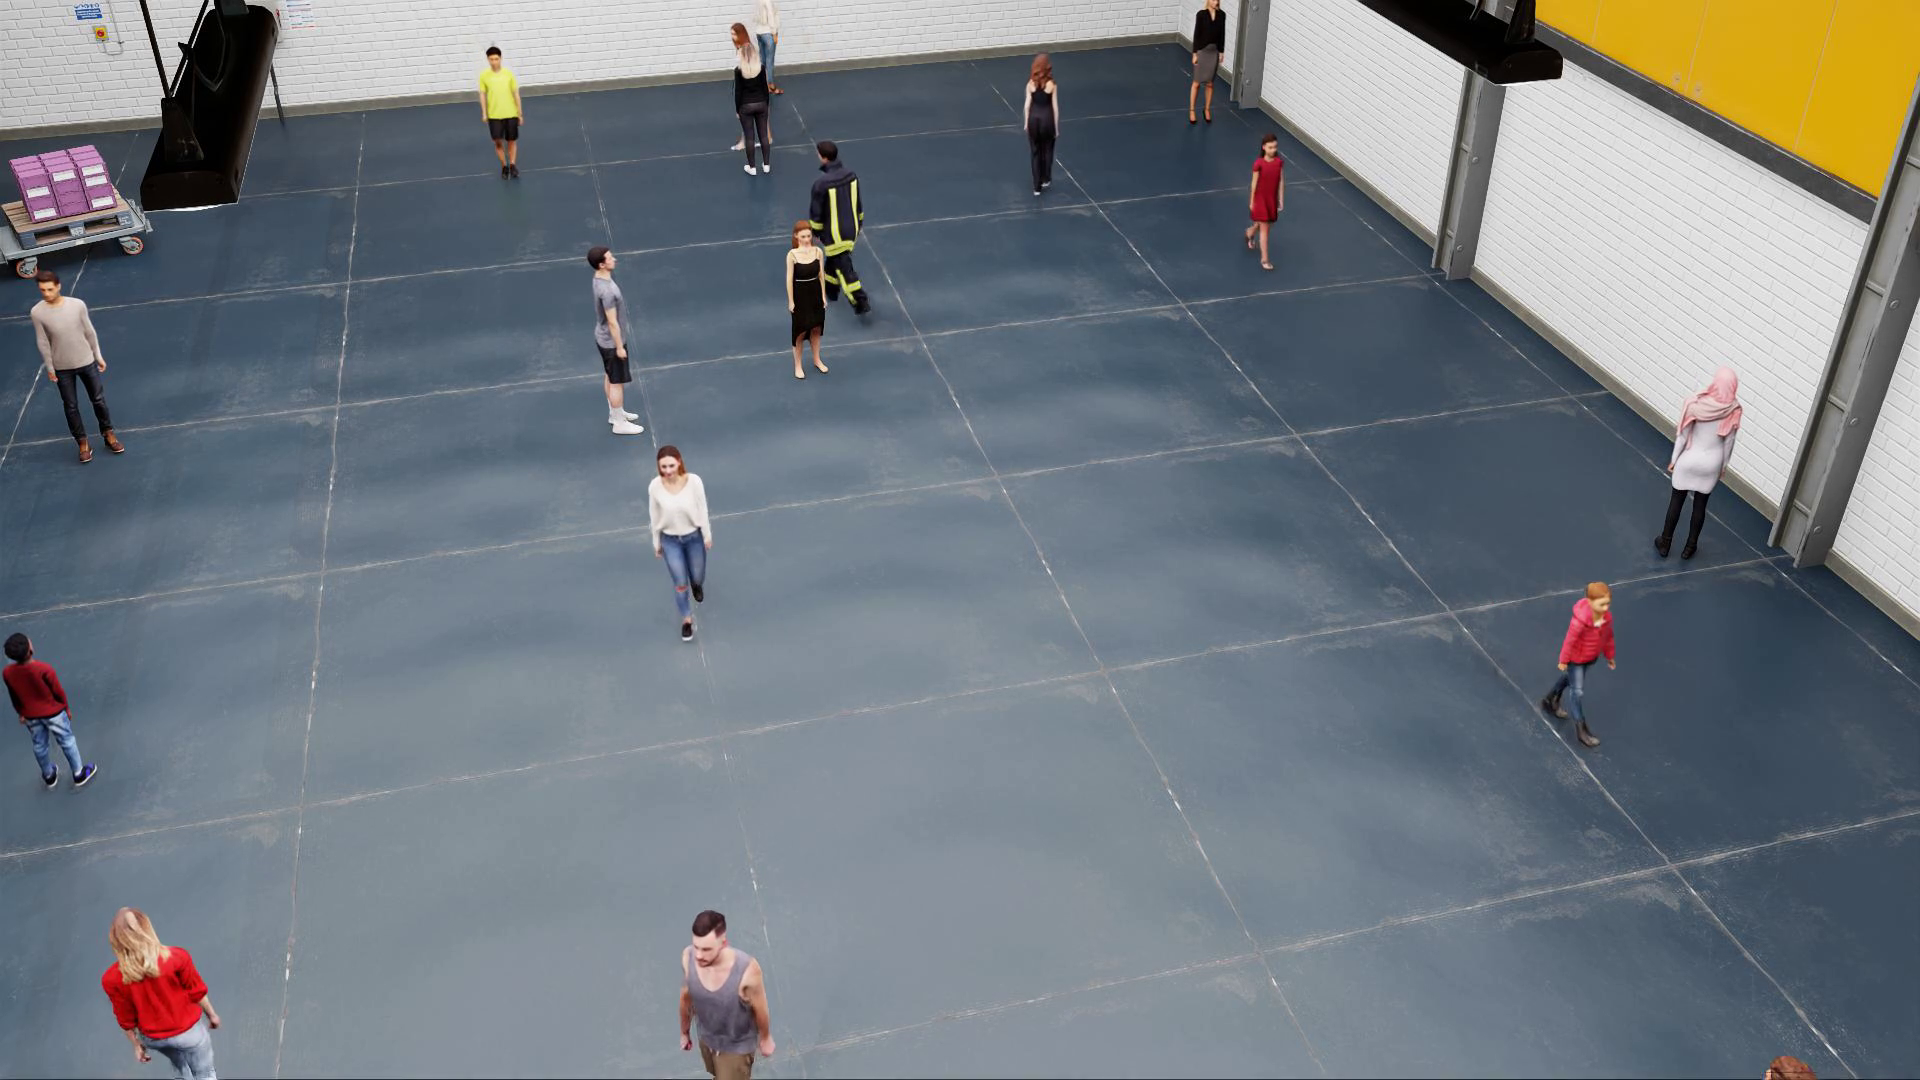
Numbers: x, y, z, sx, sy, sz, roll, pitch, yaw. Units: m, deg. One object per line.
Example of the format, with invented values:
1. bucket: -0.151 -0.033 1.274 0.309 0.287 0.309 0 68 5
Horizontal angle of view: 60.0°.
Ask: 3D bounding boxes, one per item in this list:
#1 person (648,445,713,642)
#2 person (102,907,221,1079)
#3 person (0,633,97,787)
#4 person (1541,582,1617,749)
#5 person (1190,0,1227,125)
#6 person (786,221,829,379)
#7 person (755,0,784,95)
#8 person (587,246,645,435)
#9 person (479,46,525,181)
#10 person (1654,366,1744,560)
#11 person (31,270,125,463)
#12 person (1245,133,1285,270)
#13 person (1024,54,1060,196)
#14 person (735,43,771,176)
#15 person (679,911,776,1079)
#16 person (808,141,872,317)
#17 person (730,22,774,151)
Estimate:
1. person: -2.179 -0.030 13.037 0.685 1.680 0.846 -4 34 -6
2. person: -4.222 2.693 8.936 0.613 1.685 0.982 -10 35 -14
3. person: -6.397 1.187 11.594 0.540 1.251 0.532 -2 34 -3
4. person: 4.488 0.818 12.117 0.636 1.286 0.911 -16 37 -23
5. person: 3.383 -6.626 22.817 0.607 1.839 0.547 -7 34 -10
6. person: -1.542 -2.437 16.707 0.611 1.626 0.633 -16 37 -22
7. person: -2.788 -7.288 23.958 0.726 1.678 0.563 -17 37 -24
8. person: -3.301 -1.900 15.678 0.710 1.871 0.488 -9 35 -13
9. person: -5.849 -5.479 21.217 0.657 1.700 0.637 -10 35 -15
10. person: 6.157 -0.643 13.850 0.738 1.800 0.765 10 35 14
11. person: -8.141 -1.629 15.278 0.721 1.863 0.692 -21 39 -28
12. person: 3.478 -3.935 19.052 0.586 1.524 1.048 -11 35 -16
13. person: 0.992 -5.133 20.665 0.765 1.734 0.833 6 34 9
14. person: -2.647 -5.519 21.289 0.628 1.686 0.562 -12 36 -18
15. person: -1.228 2.610 9.039 0.797 1.834 0.858 13 36 19
16. person: -1.248 -3.280 17.744 1.162 1.882 1.367 -27 42 -34
17. person: -2.704 -6.030 22.074 0.758 1.669 0.855 -18 38 -26
